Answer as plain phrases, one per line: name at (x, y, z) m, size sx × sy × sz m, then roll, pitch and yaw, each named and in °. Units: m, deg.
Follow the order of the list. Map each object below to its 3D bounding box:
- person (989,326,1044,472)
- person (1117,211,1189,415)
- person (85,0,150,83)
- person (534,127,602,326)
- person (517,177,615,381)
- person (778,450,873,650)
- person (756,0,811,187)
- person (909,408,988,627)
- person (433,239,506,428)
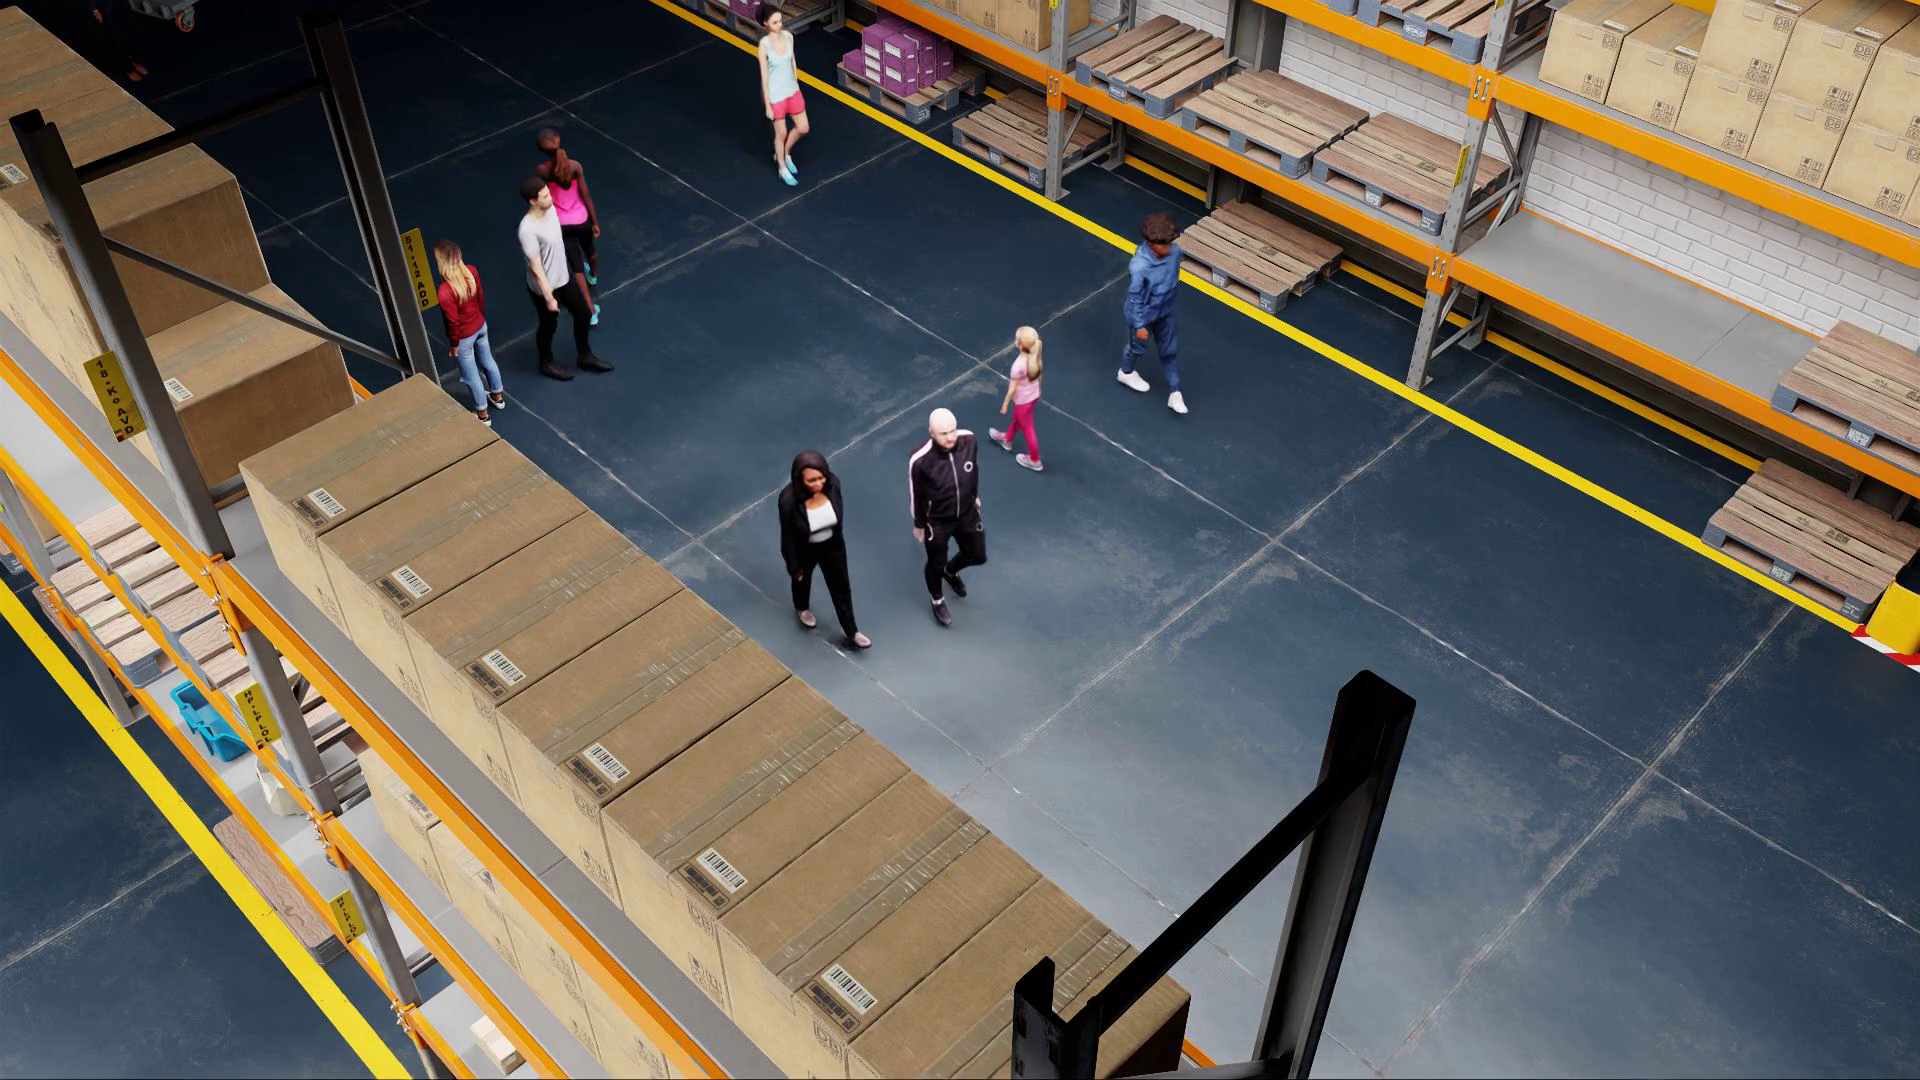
person at (0.541, -1.038, 12.383) m, size 0.803 × 1.257 × 0.599 m, roll 24°, pitch 49°, yaw 23°
person at (1.416, -1.819, 12.827) m, size 0.832 × 1.773 × 1.059 m, roll -31°, pitch 52°, yaw -29°
person at (-8.590, -5.417, 16.650) m, size 0.684 × 1.711 × 0.720 m, roll 23°, pitch 48°, yaw 22°
person at (-3.190, -2.525, 13.645) m, size 0.866 × 1.668 × 1.100 m, roll -10°, pitch 45°, yaw -10°
person at (-3.291, -2.024, 12.992) m, size 0.943 × 1.844 × 0.857 m, roll 14°, pitch 45°, yaw 14°
person at (-1.022, -0.013, 11.064) m, size 0.752 × 1.591 × 0.972 m, roll -26°, pitch 50°, yaw -25°
person at (-1.689, -4.085, 15.220) m, size 0.604 × 1.754 × 0.635 m, roll -33°, pitch 53°, yaw -30°
person at (-0.137, -0.217, 11.114) m, size 0.775 × 1.817 × 0.781 m, roll -22°, pitch 48°, yaw -21°
person at (-3.763, -1.592, 12.689) m, size 0.672 × 1.636 × 0.678 m, roll 14°, pitch 45°, yaw 14°
